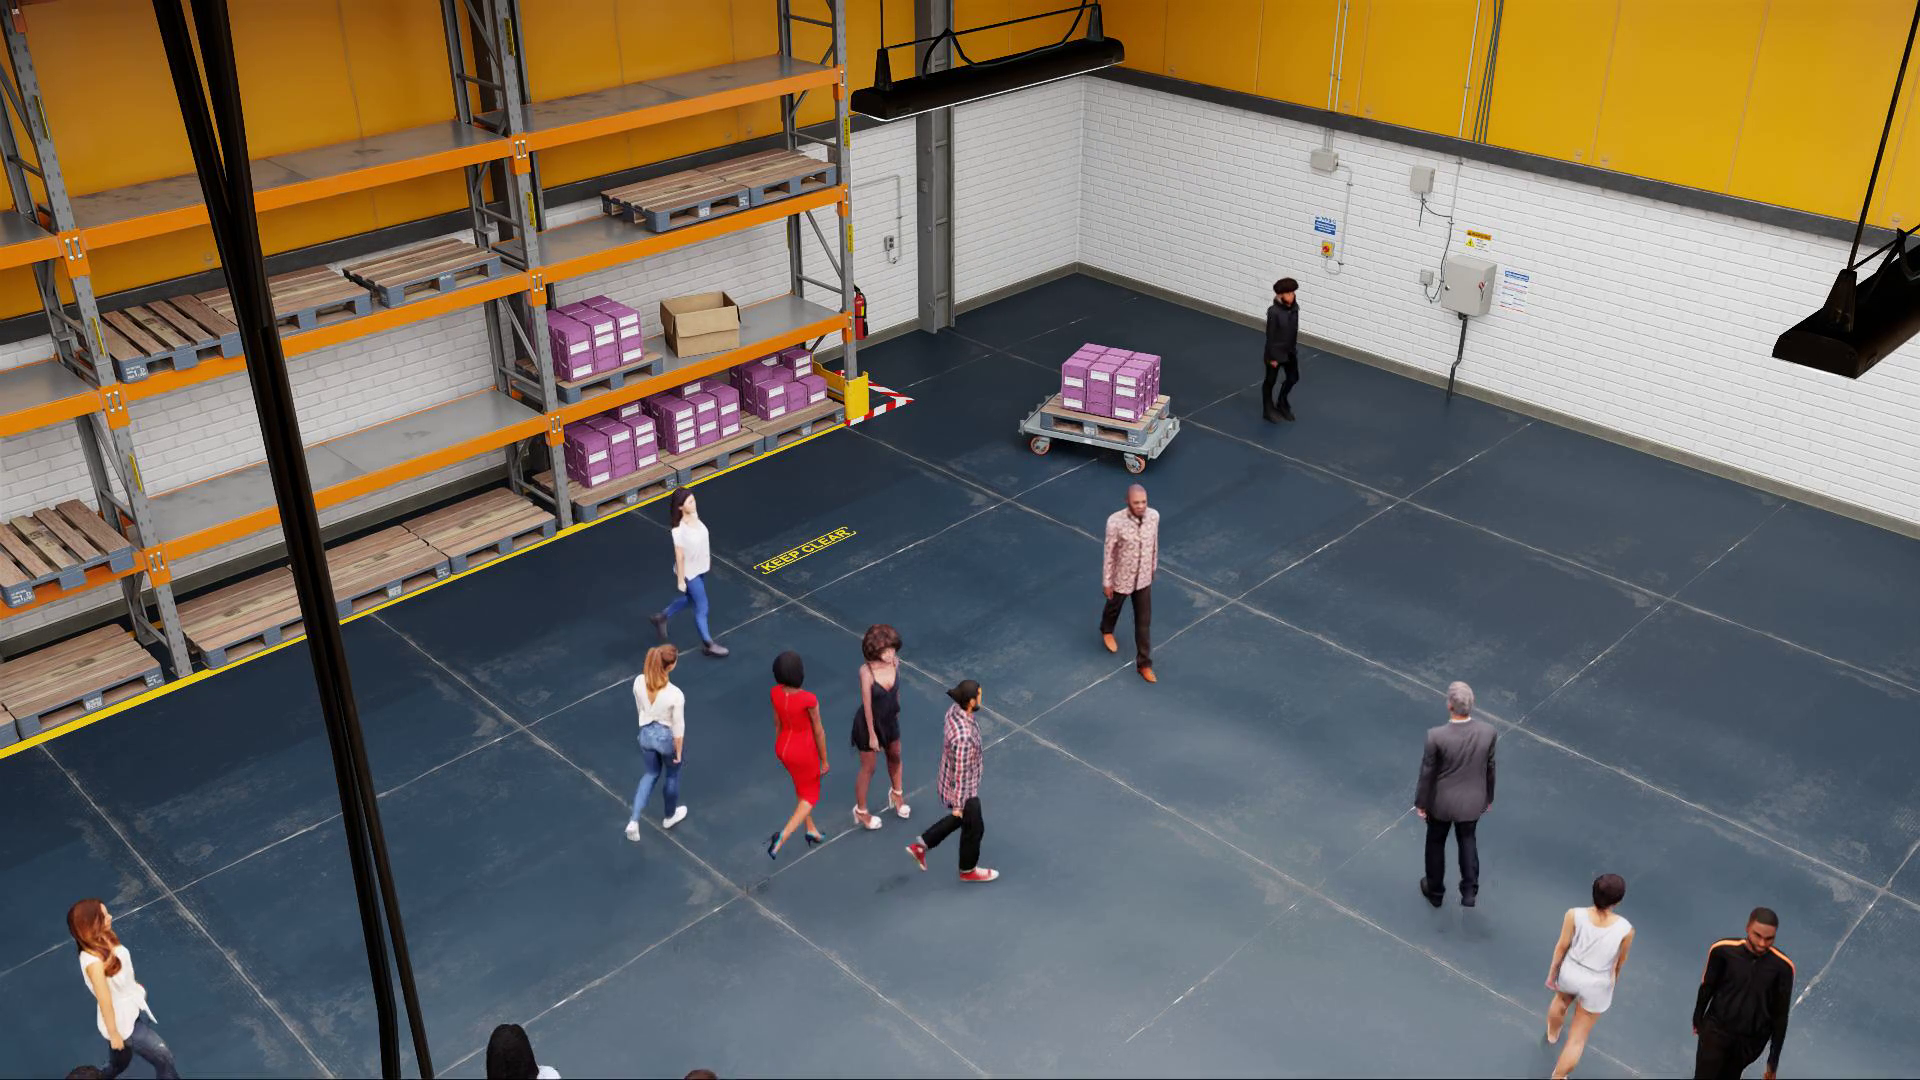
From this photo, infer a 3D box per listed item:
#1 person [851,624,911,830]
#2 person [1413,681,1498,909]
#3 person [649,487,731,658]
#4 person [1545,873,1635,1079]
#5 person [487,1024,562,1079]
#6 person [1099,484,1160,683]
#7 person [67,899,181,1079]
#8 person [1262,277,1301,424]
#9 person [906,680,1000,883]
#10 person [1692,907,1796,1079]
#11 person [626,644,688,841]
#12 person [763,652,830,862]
[{"bbox_3d":[-0.665,1.412,12.643,0.662,1.783,0.514,21,35,33],"label":"person"},{"bbox_3d":[3.525,1.872,11.772,0.943,1.811,1.006,-1,29,-2],"label":"person"},{"bbox_3d":[-2.470,0.301,14.806,1.002,1.662,1.046,6,29,11],"label":"person"},{"bbox_3d":[3.869,2.784,10.320,0.702,1.600,0.915,16,32,27],"label":"person"},{"bbox_3d":[-2.334,3.399,9.053,0.686,1.733,0.788,-12,31,-21],"label":"person"},{"bbox_3d":[1.470,0.292,14.718,1.240,1.763,1.148,-8,30,-14],"label":"person"},{"bbox_3d":[-5.123,2.889,9.971,1.175,1.749,0.896,-11,31,-20],"label":"person"},{"bbox_3d":[3.676,-2.235,19.351,0.631,1.762,0.757,-17,33,-28],"label":"person"},{"bbox_3d":[-0.062,1.779,12.016,1.071,1.740,0.983,-5,29,-8],"label":"person"},{"bbox_3d":[4.654,2.873,9.970,0.865,1.779,1.063,10,30,18],"label":"person"},{"bbox_3d":[-2.287,1.562,12.453,0.832,1.702,1.006,11,30,19],"label":"person"},{"bbox_3d":[-1.234,1.650,12.273,0.720,1.720,0.945,18,33,29],"label":"person"}]
